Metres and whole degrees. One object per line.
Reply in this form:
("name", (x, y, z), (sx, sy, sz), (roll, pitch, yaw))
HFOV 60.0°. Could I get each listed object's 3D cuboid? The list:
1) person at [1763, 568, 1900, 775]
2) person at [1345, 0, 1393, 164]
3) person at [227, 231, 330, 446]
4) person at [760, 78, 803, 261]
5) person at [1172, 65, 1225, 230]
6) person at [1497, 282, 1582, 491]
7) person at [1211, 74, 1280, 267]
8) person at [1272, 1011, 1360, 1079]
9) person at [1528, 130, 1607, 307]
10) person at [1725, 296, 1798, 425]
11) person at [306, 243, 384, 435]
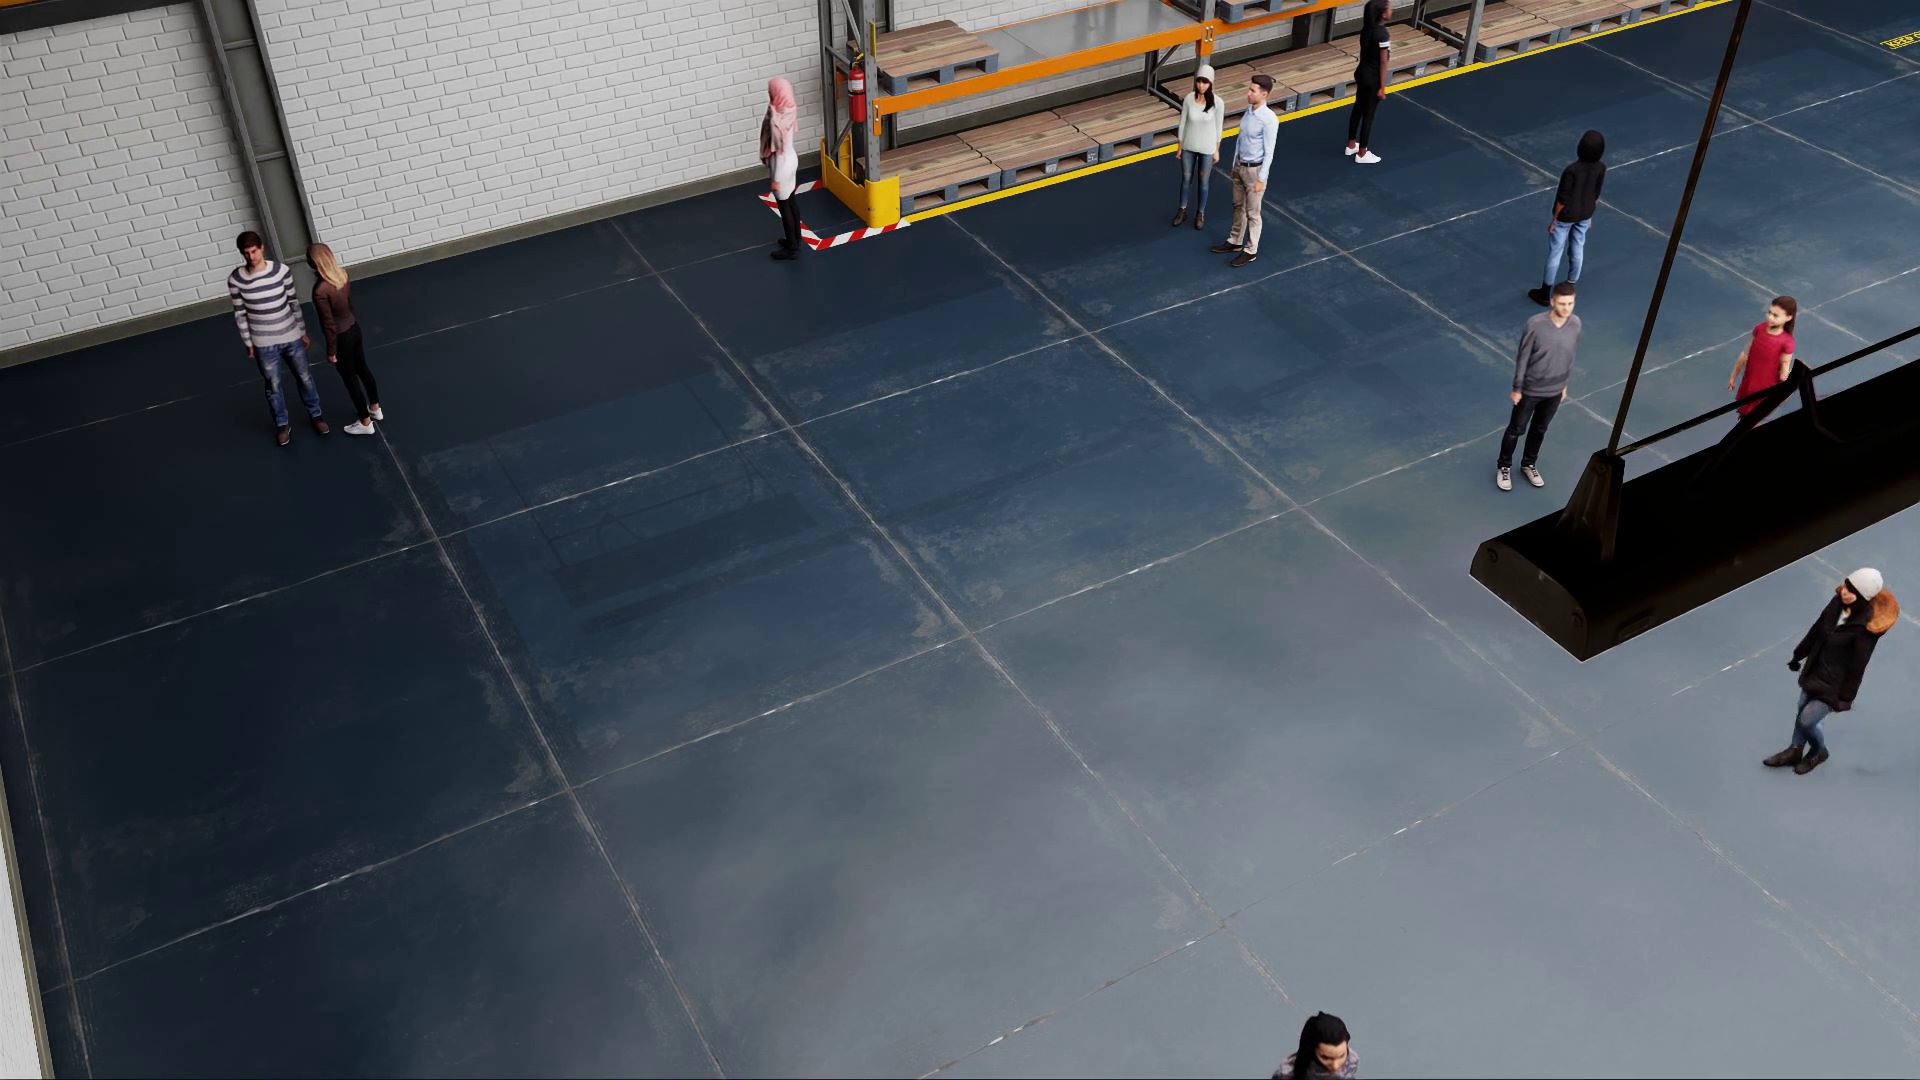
("person", (5.511, 0.836, 10.415), (0.741, 1.629, 0.736), (-5, 39, -6))
("person", (4.299, -4.822, 17.421), (0.651, 1.728, 0.666), (-10, 40, -12))
("person", (-5.491, -1.646, 13.342), (0.479, 1.855, 0.717), (-17, 42, -20))
("person", (-1.666, -3.513, 15.721), (0.793, 1.803, 0.737), (9, 39, 11))
("person", (2.333, -3.844, 16.262), (0.638, 1.645, 0.692), (11, 40, 13))
("person", (4.486, -1.199, 12.857), (0.605, 1.761, 0.749), (-5, 39, -7))
("person", (2.739, -3.499, 15.667), (0.610, 1.848, 0.647), (-17, 42, -20))
("person", (1.624, 2.796, 7.879), (0.549, 1.732, 0.721), (-10, 40, -12))
("person", (5.543, -2.912, 15.050), (0.574, 1.702, 0.690), (-7, 39, -8))
("person", (6.350, -1.253, 13.105), (0.656, 1.536, 0.560), (-19, 42, -22))
("person", (-4.981, -1.634, 13.448), (0.699, 1.704, 0.670), (5, 39, 7))
